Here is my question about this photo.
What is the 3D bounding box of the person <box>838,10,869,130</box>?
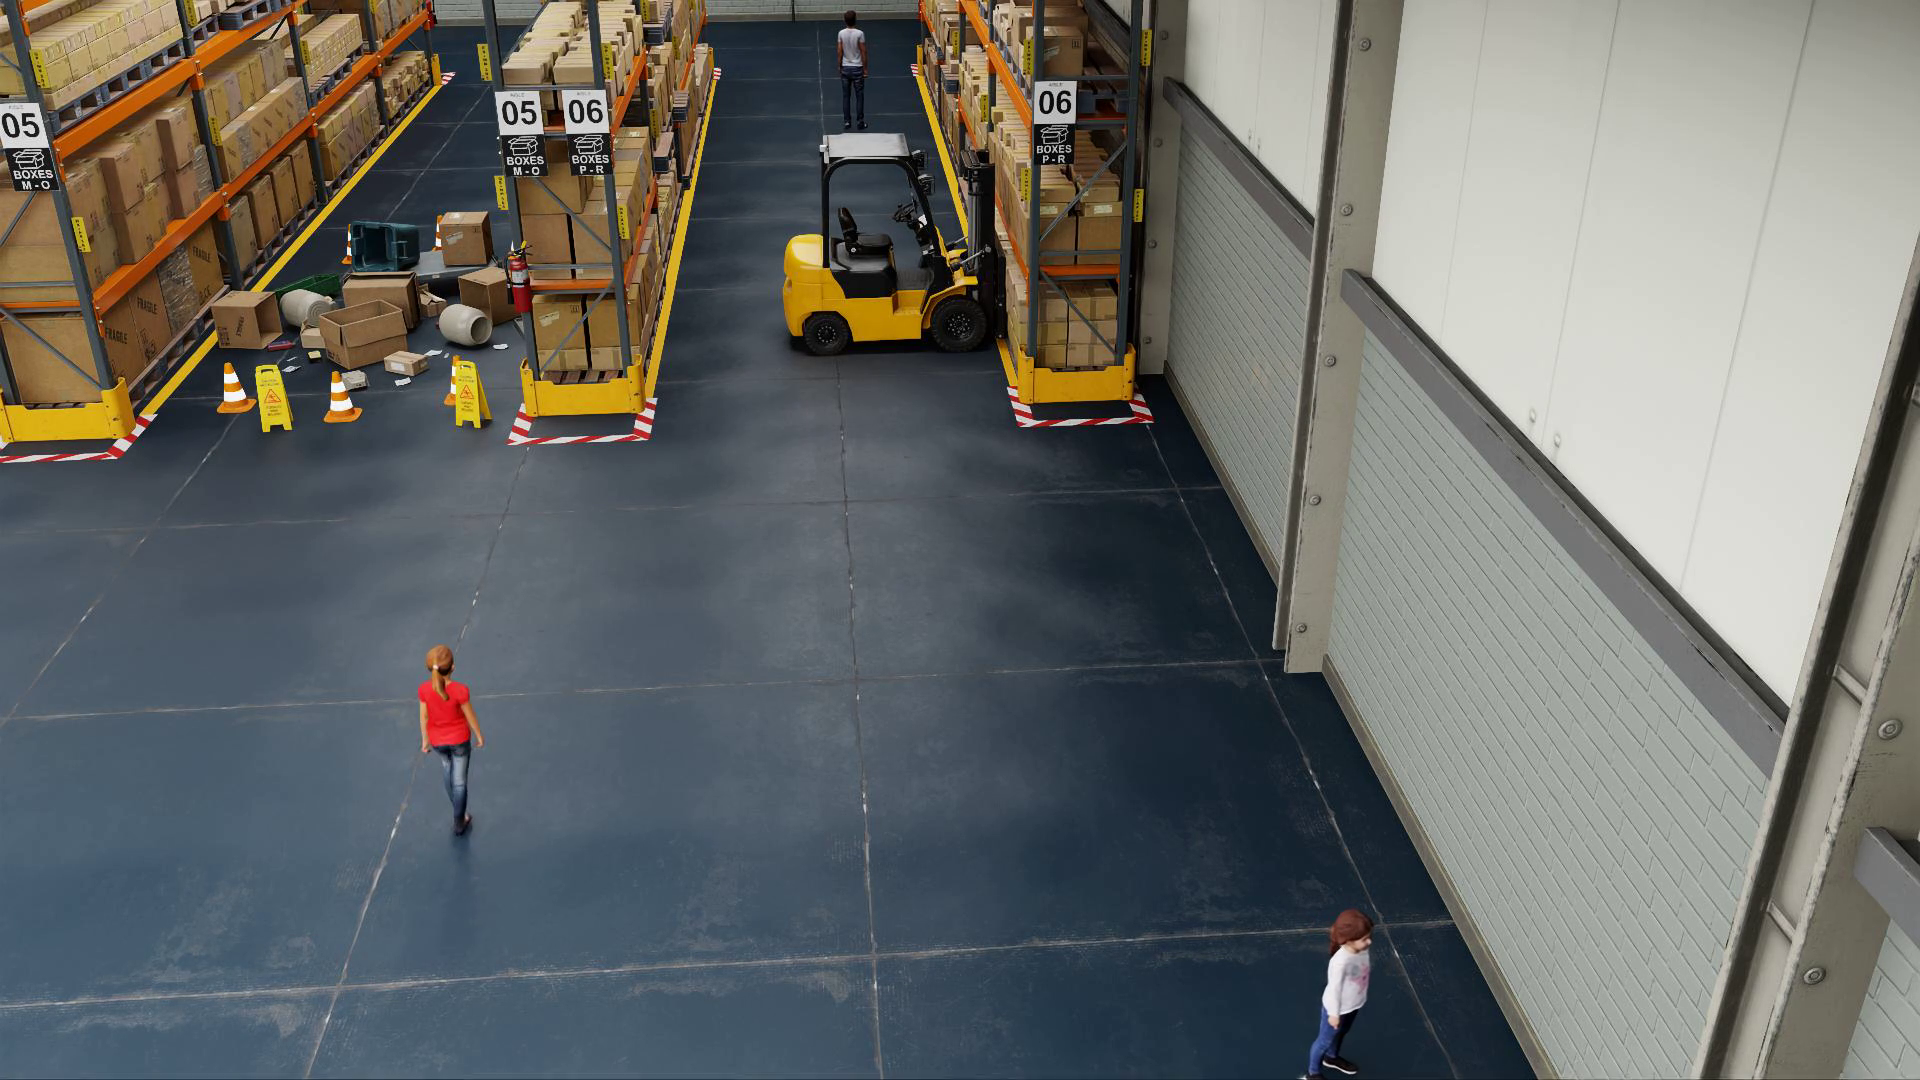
[{"bbox_3d":[-1.746,-7.616,26.932,0.704,1.874,0.685,4,27,7],"label":"person"}]

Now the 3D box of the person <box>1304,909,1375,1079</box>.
[{"bbox_3d":[1.942,2.322,8.468,0.580,1.108,0.526,24,36,38],"label":"person"}]

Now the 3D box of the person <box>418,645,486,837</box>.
[{"bbox_3d":[-3.182,1.274,10.297,0.560,1.298,0.618,3,27,5],"label":"person"}]
